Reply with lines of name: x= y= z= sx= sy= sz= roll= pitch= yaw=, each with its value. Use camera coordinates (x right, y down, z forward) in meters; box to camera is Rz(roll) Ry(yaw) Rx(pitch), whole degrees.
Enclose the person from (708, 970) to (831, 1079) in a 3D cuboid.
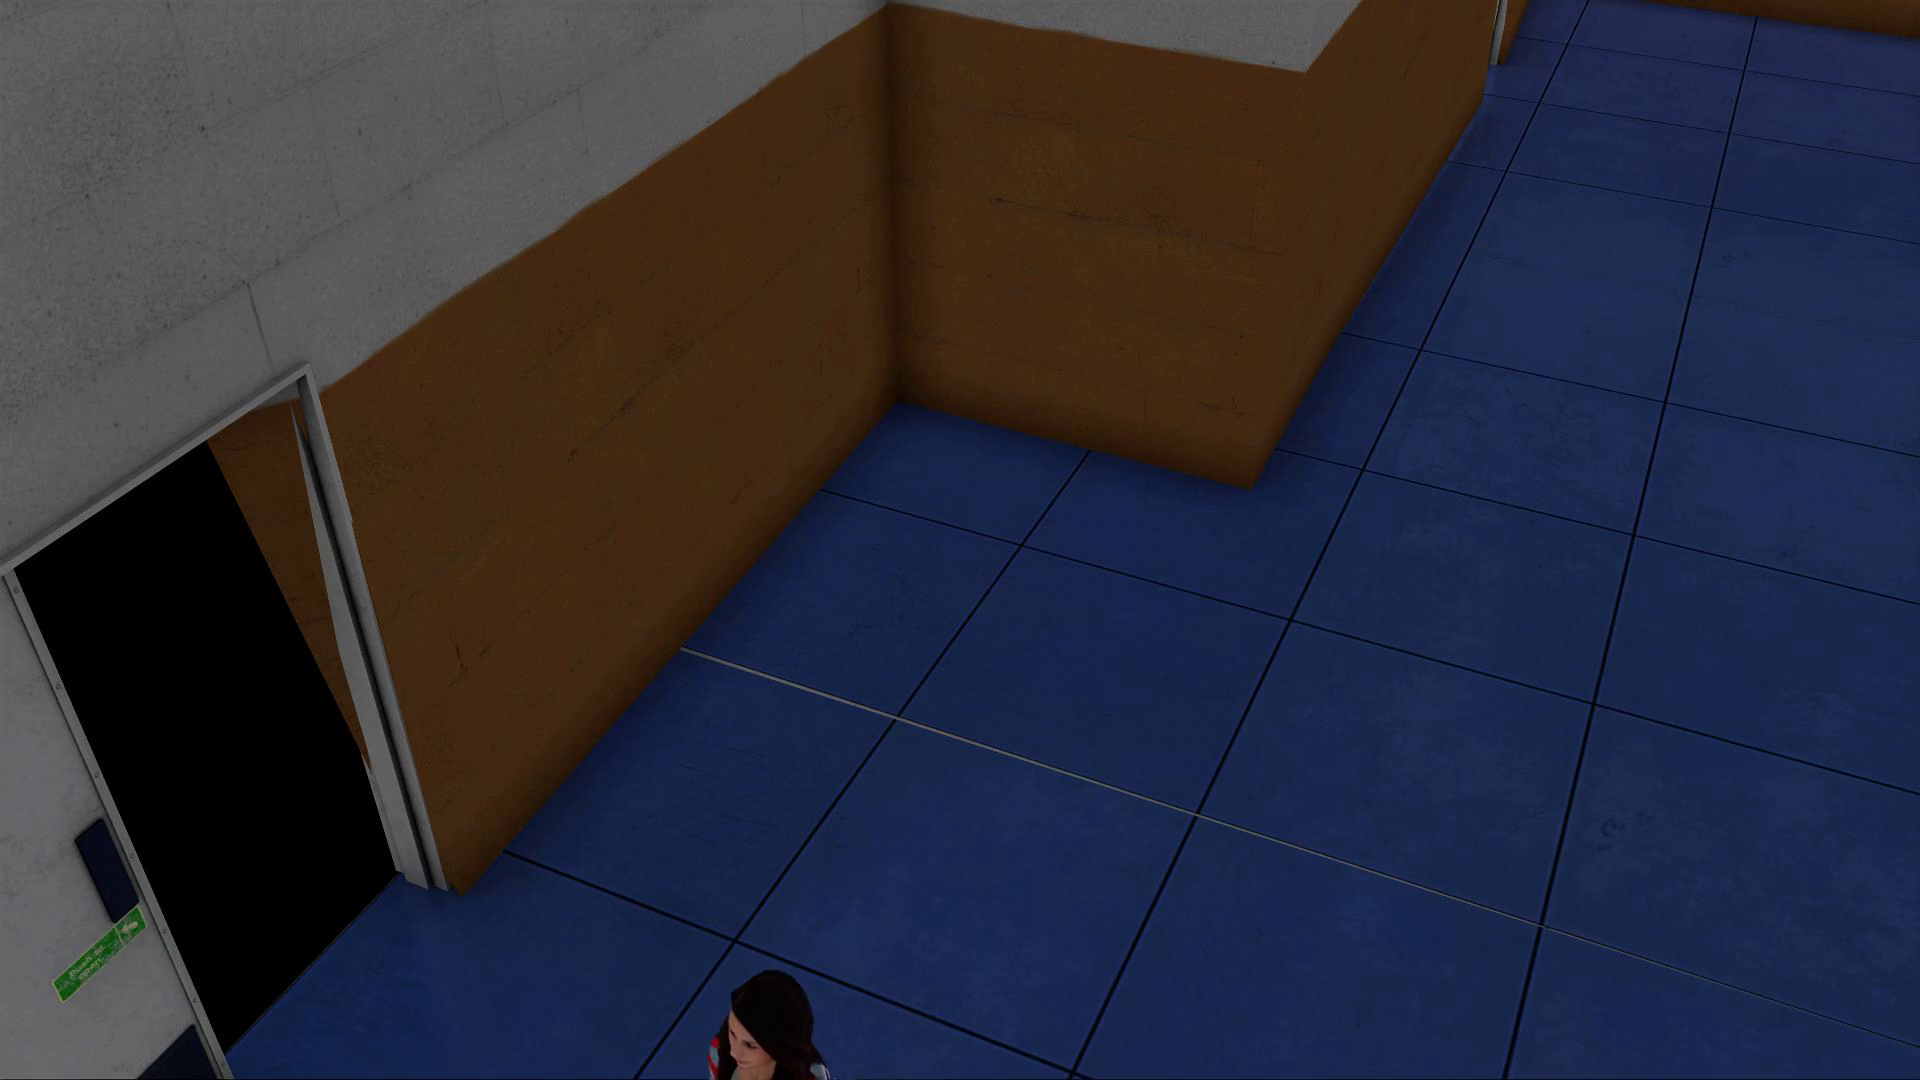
person: x=-0.420 y=1.684 z=4.503 sx=1.094 sy=1.572 sz=0.923 roll=31 pitch=47 yaw=34
